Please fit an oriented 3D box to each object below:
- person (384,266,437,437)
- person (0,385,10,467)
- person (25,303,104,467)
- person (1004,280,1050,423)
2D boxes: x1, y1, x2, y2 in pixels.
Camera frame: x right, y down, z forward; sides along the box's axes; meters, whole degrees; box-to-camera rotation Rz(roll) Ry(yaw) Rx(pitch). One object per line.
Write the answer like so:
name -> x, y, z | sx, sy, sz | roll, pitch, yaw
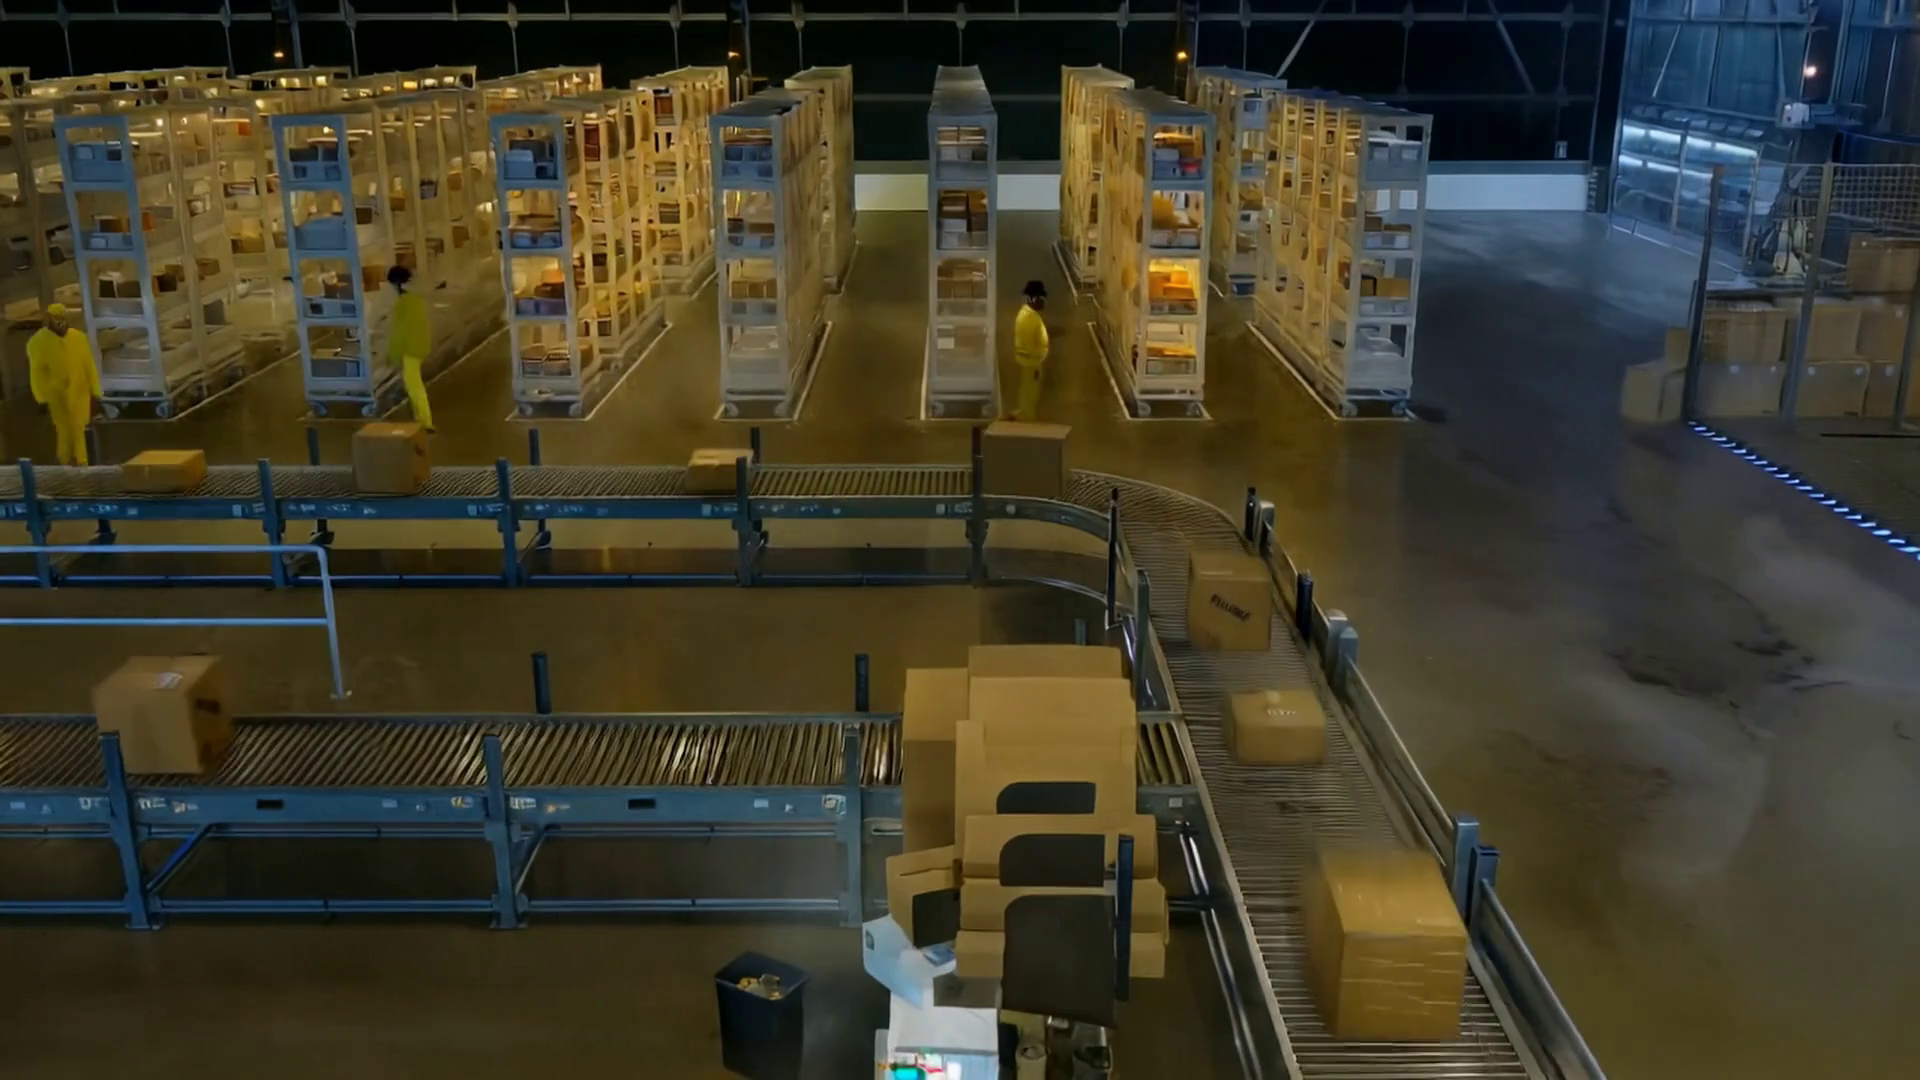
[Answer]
person -> -6.358, -2.149, 19.061 | 0.679, 1.969, 0.617 | 3, 18, 10
person -> -10.252, -1.523, 17.429 | 0.588, 1.797, 0.592 | 17, 24, 41
person -> -9.233, -1.518, 17.251 | 0.443, 1.889, 0.669 | 12, 22, 33
person -> 0.807, -2.078, 19.094 | 0.429, 1.817, 0.604 | 1, 18, 3
